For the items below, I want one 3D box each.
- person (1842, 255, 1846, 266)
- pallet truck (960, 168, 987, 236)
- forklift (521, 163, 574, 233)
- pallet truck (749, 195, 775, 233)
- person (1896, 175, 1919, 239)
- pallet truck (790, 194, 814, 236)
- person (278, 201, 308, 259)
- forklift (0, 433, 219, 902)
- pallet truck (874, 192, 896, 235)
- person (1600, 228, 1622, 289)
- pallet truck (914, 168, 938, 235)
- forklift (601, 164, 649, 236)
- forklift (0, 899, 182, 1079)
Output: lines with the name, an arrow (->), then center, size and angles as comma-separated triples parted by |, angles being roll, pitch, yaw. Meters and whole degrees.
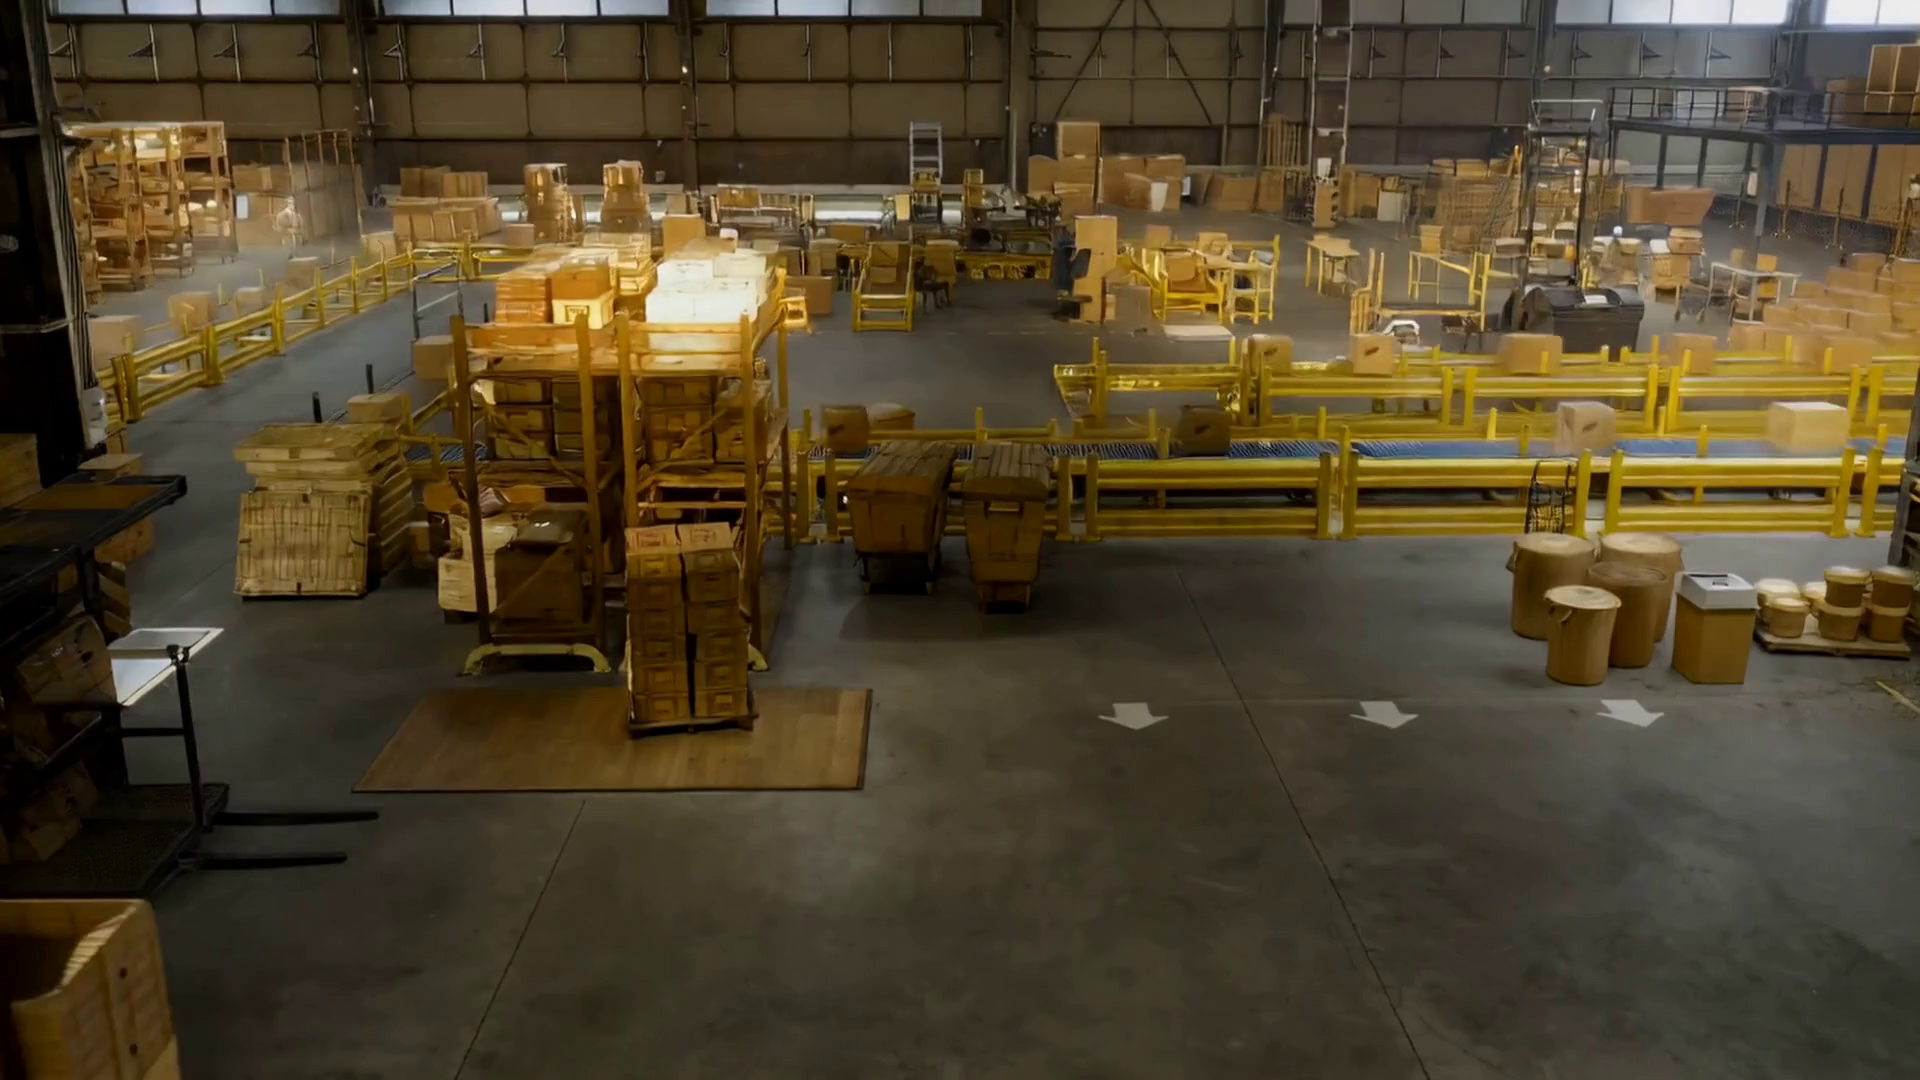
person -> 15.439, -4.128, 29.290 | 0.914, 1.837, 0.524 | -1, 16, -4
pallet truck -> 0.383, -10.230, 50.206 | 0.823, 1.965, 1.885 | -1, 16, -3
forklift -> -12.233, -10.122, 49.298 | 1.157, 1.987, 2.680 | 0, 16, -1
pallet truck -> -6.051, -9.967, 50.660 | 0.680, 1.201, 1.601 | 0, 16, -1
person -> 28.123, -9.854, 49.196 | 0.600, 1.837, 0.999 | 3, 16, 10
pallet truck -> -4.814, -9.883, 50.259 | 0.704, 1.261, 1.522 | -1, 16, -3
person -> -16.282, -7.384, 40.687 | 0.621, 1.780, 0.914 | -11, 19, -34
forklift -> -5.952, 0.780, 10.366 | 1.873, 2.768, 1.129 | 0, 16, -1
pallet truck -> -2.277, -9.986, 50.594 | 0.653, 1.274, 1.630 | 0, 16, -1
person -> 13.465, -5.557, 34.376 | 0.523, 1.769, 0.317 | -8, 18, -26
pallet truck -> -0.989, -10.316, 50.507 | 0.823, 1.965, 1.885 | 1, 16, 3
forklift -> -9.948, -10.127, 49.296 | 1.157, 1.987, 2.680 | -1, 16, -3
forklift -> -4.867, 1.573, 7.610 | 1.873, 2.768, 1.129 | 0, 16, -1
